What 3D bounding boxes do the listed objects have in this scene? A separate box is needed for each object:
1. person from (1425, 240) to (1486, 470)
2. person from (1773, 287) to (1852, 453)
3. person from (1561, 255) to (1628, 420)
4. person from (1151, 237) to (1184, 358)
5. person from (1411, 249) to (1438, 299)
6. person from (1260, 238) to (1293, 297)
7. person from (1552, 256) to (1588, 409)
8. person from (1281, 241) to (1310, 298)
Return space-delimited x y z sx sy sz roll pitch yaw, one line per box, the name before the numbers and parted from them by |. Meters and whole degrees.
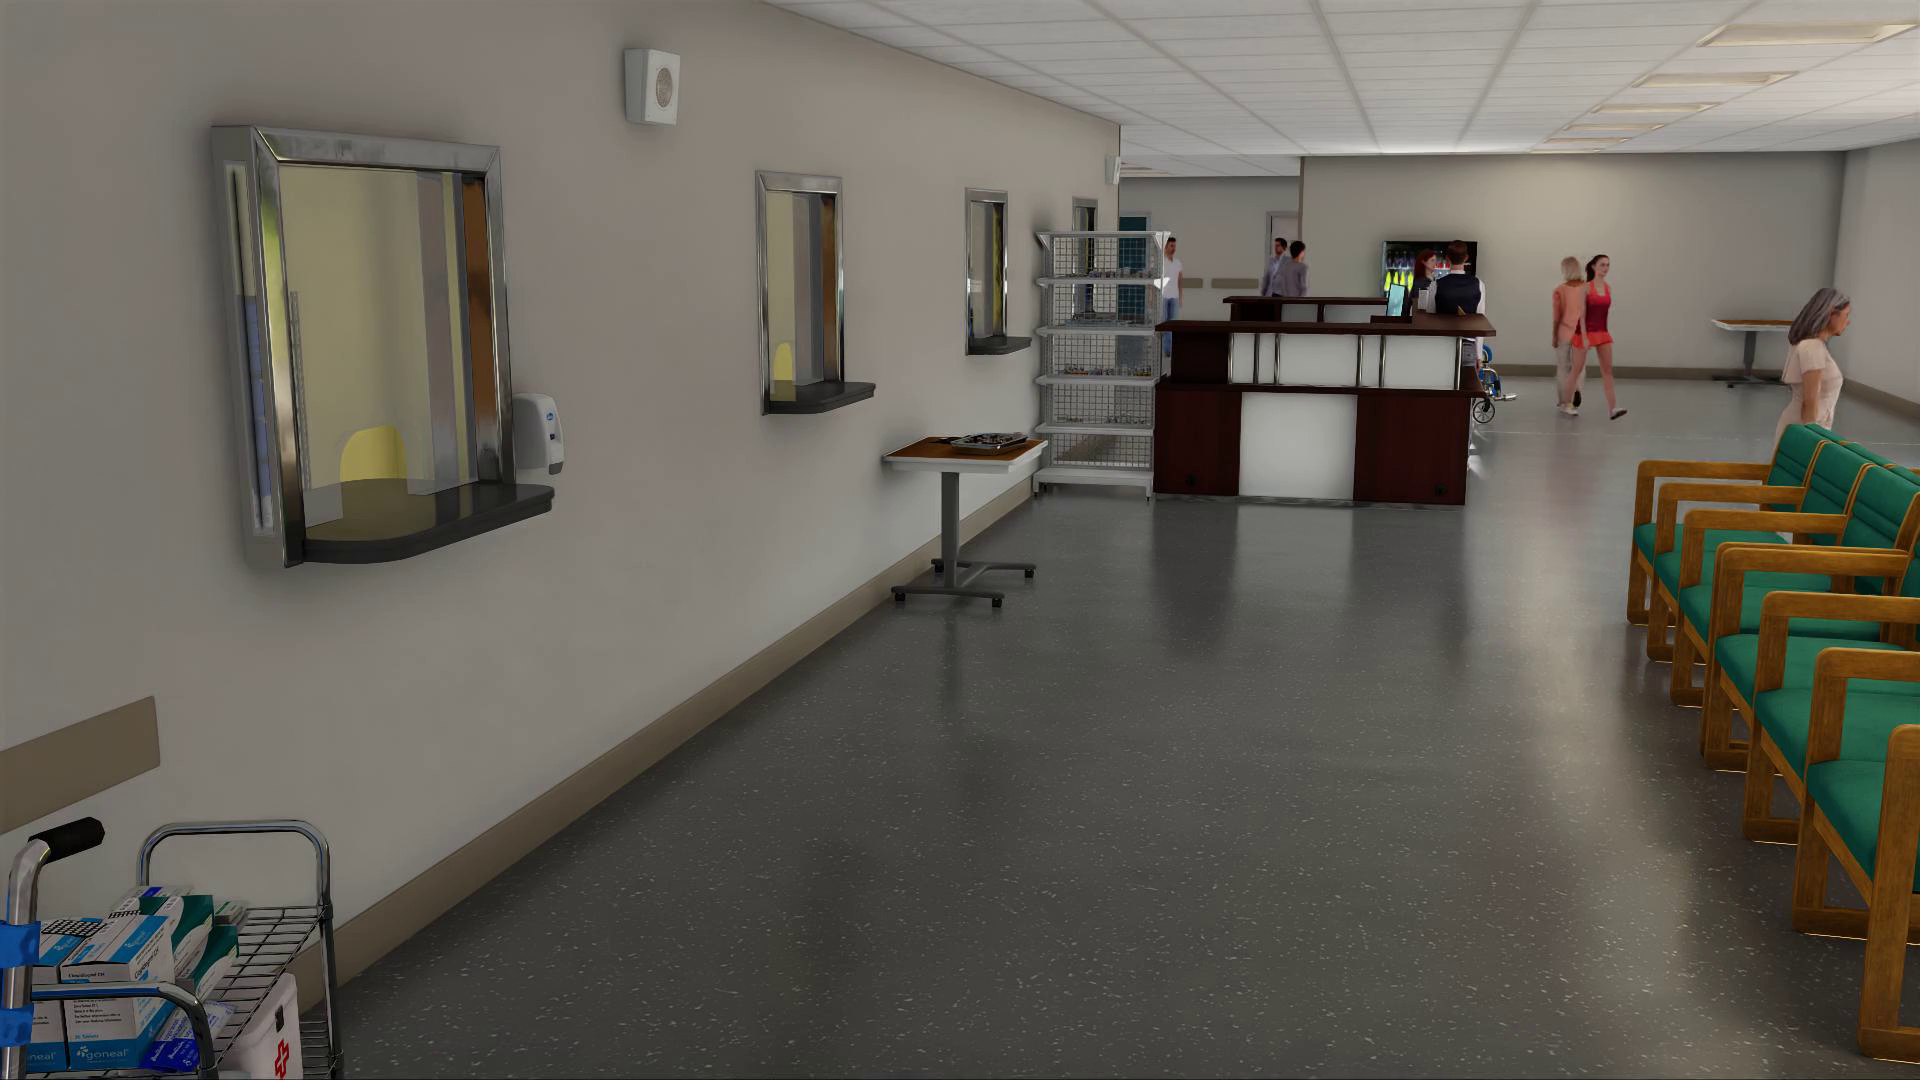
person | 4.196 -1.578 14.136 0.490 1.935 0.702 3 11 14
person | 4.429 -0.480 8.938 0.958 1.715 0.665 4 11 18
person | 6.646 -2.128 17.650 1.148 1.705 0.975 -2 11 -12
person | 3.195 -3.772 25.923 0.851 1.851 0.917 -4 11 -21
person | 5.208 -2.402 18.960 1.140 1.756 0.920 10 15 43
person | 5.211 -3.951 26.912 0.924 1.833 0.861 -7 13 -34
person | 6.758 -2.252 18.364 0.897 1.683 0.665 3 11 17
person | 4.458 -3.093 22.425 1.111 1.822 1.055 -7 13 -31
